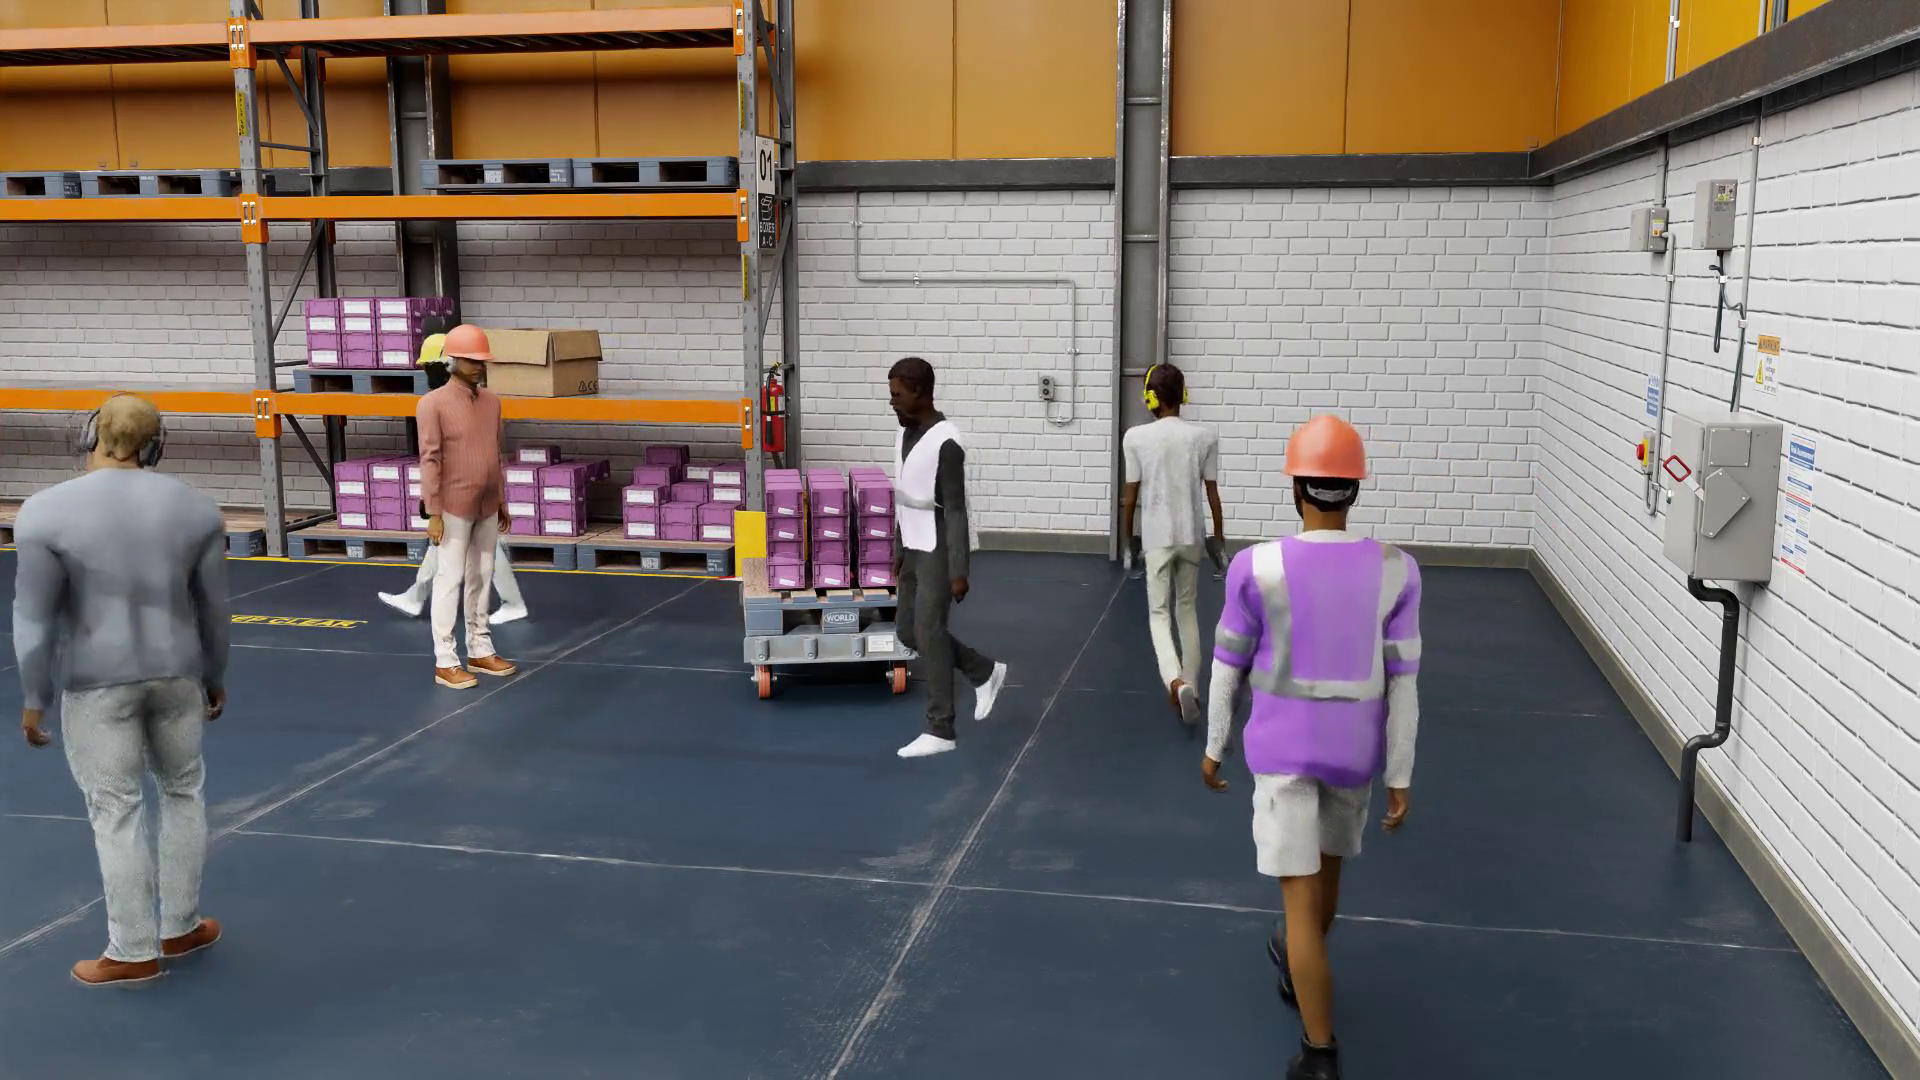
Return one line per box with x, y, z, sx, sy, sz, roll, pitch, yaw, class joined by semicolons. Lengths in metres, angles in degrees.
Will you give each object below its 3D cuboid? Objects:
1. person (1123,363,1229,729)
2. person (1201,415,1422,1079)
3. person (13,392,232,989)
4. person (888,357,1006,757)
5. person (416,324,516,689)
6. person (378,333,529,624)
1.102;0.033;8.346;0.552;1.837;0.743;-1;10;-8;person
0.998;0.585;4.814;0.562;1.884;0.989;-1;9;-3;person
-2.684;0.485;5.419;0.461;1.904;0.679;9;13;42;person
-0.059;0.061;7.999;0.609;1.890;0.648;-4;10;-23;person
-2.712;-0.191;9.200;0.400;1.989;0.623;4;10;25;person
-3.272;-0.373;10.649;1.031;1.871;0.603;0;9;1;person
